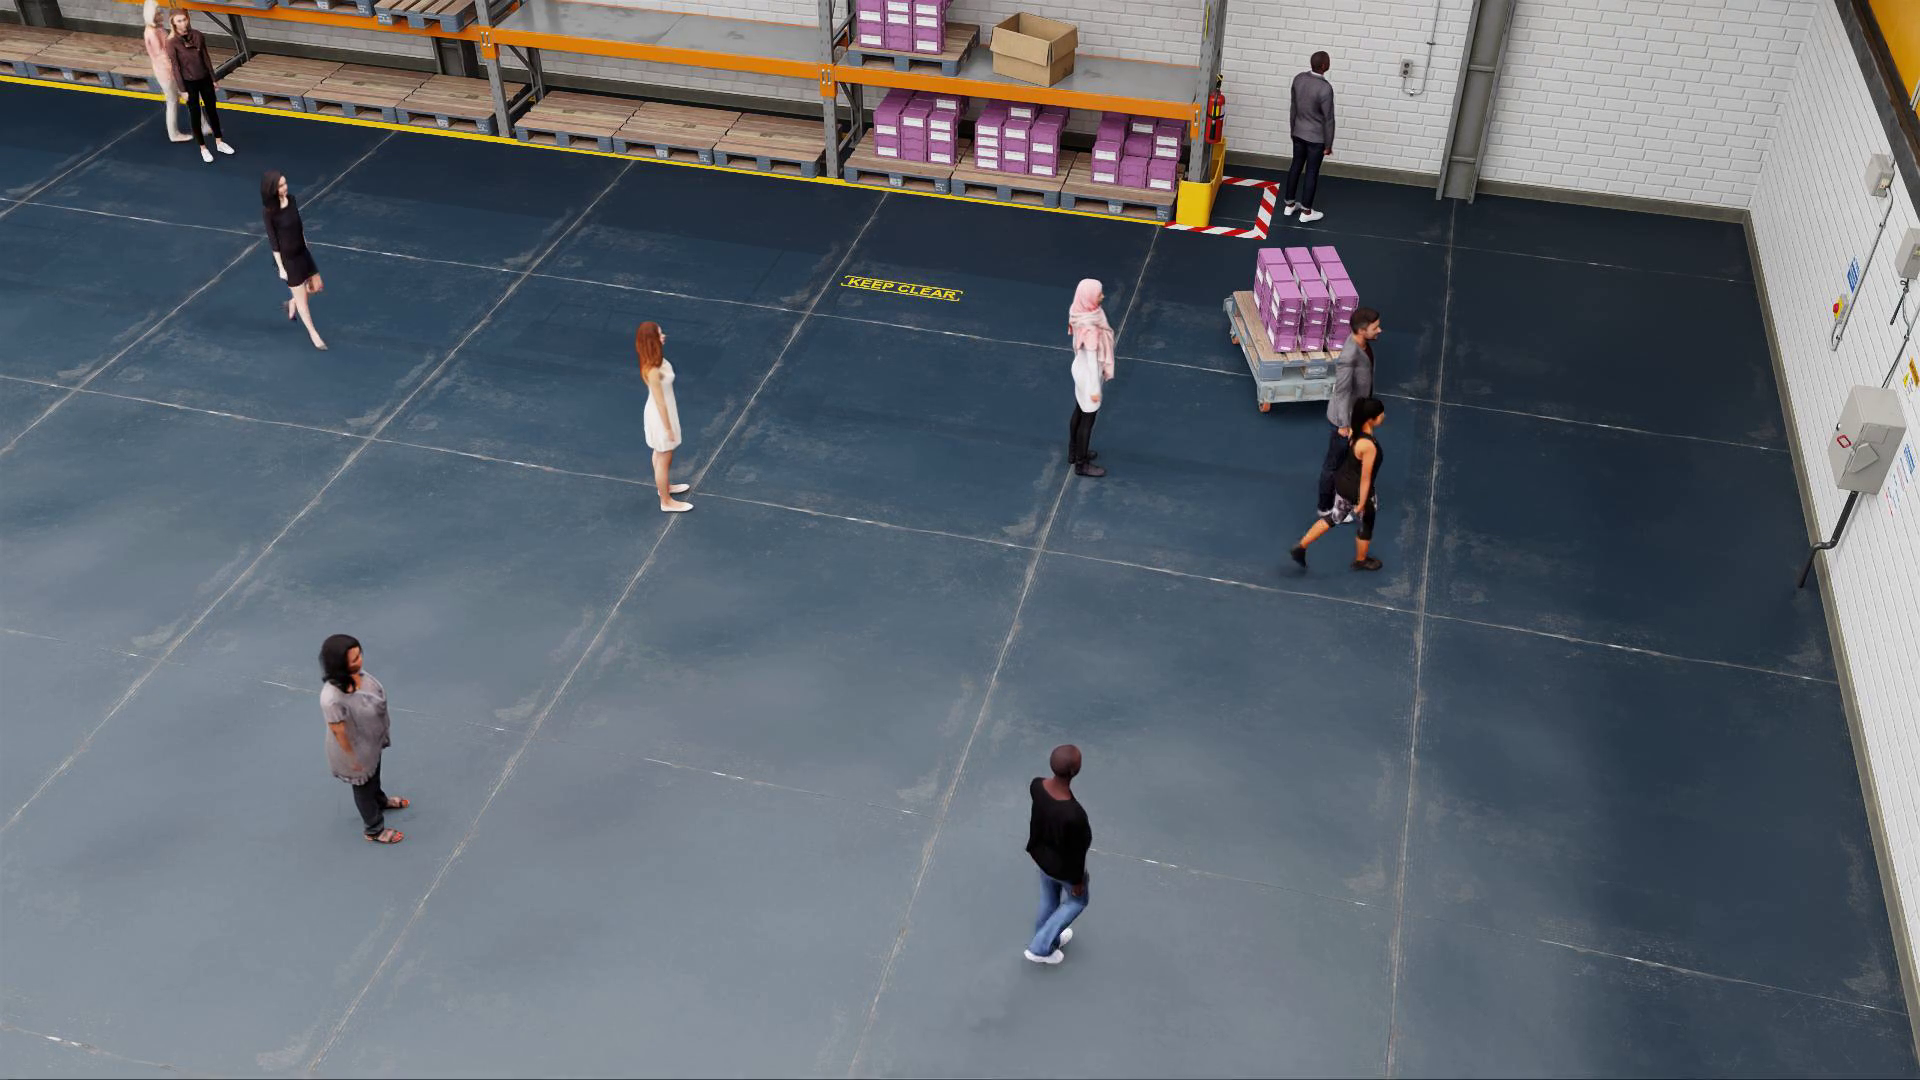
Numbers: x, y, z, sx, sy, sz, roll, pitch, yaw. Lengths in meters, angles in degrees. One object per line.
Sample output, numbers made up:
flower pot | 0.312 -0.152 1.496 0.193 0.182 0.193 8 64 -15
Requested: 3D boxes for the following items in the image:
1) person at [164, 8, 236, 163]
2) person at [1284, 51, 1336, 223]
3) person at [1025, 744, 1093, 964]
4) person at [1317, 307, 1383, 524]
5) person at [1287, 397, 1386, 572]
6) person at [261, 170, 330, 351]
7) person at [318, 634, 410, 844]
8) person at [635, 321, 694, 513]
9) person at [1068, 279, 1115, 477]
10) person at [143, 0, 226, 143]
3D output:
person | -8.448 -5.057 18.399 0.655 1.703 0.670 29 47 31
person | 3.610 -4.177 17.205 0.864 1.818 0.769 -25 45 -28
person | 0.513 1.899 9.662 0.816 1.735 0.751 -27 46 -29
person | 3.078 -1.025 13.213 0.608 1.874 0.688 12 40 15
person | 2.925 -0.400 12.616 1.100 1.642 0.884 -8 39 -9
person | -6.159 -2.556 15.196 0.818 1.791 0.651 14 41 17
person | -3.844 1.241 10.584 0.769 1.614 0.733 -4 39 -5
person | -2.402 -0.999 13.310 0.662 1.712 0.641 -8 39 -10
person | 1.043 -1.340 13.663 0.738 1.804 0.725 -6 39 -8
person | -8.937 -5.210 18.599 0.951 1.691 0.830 -10 40 -12
